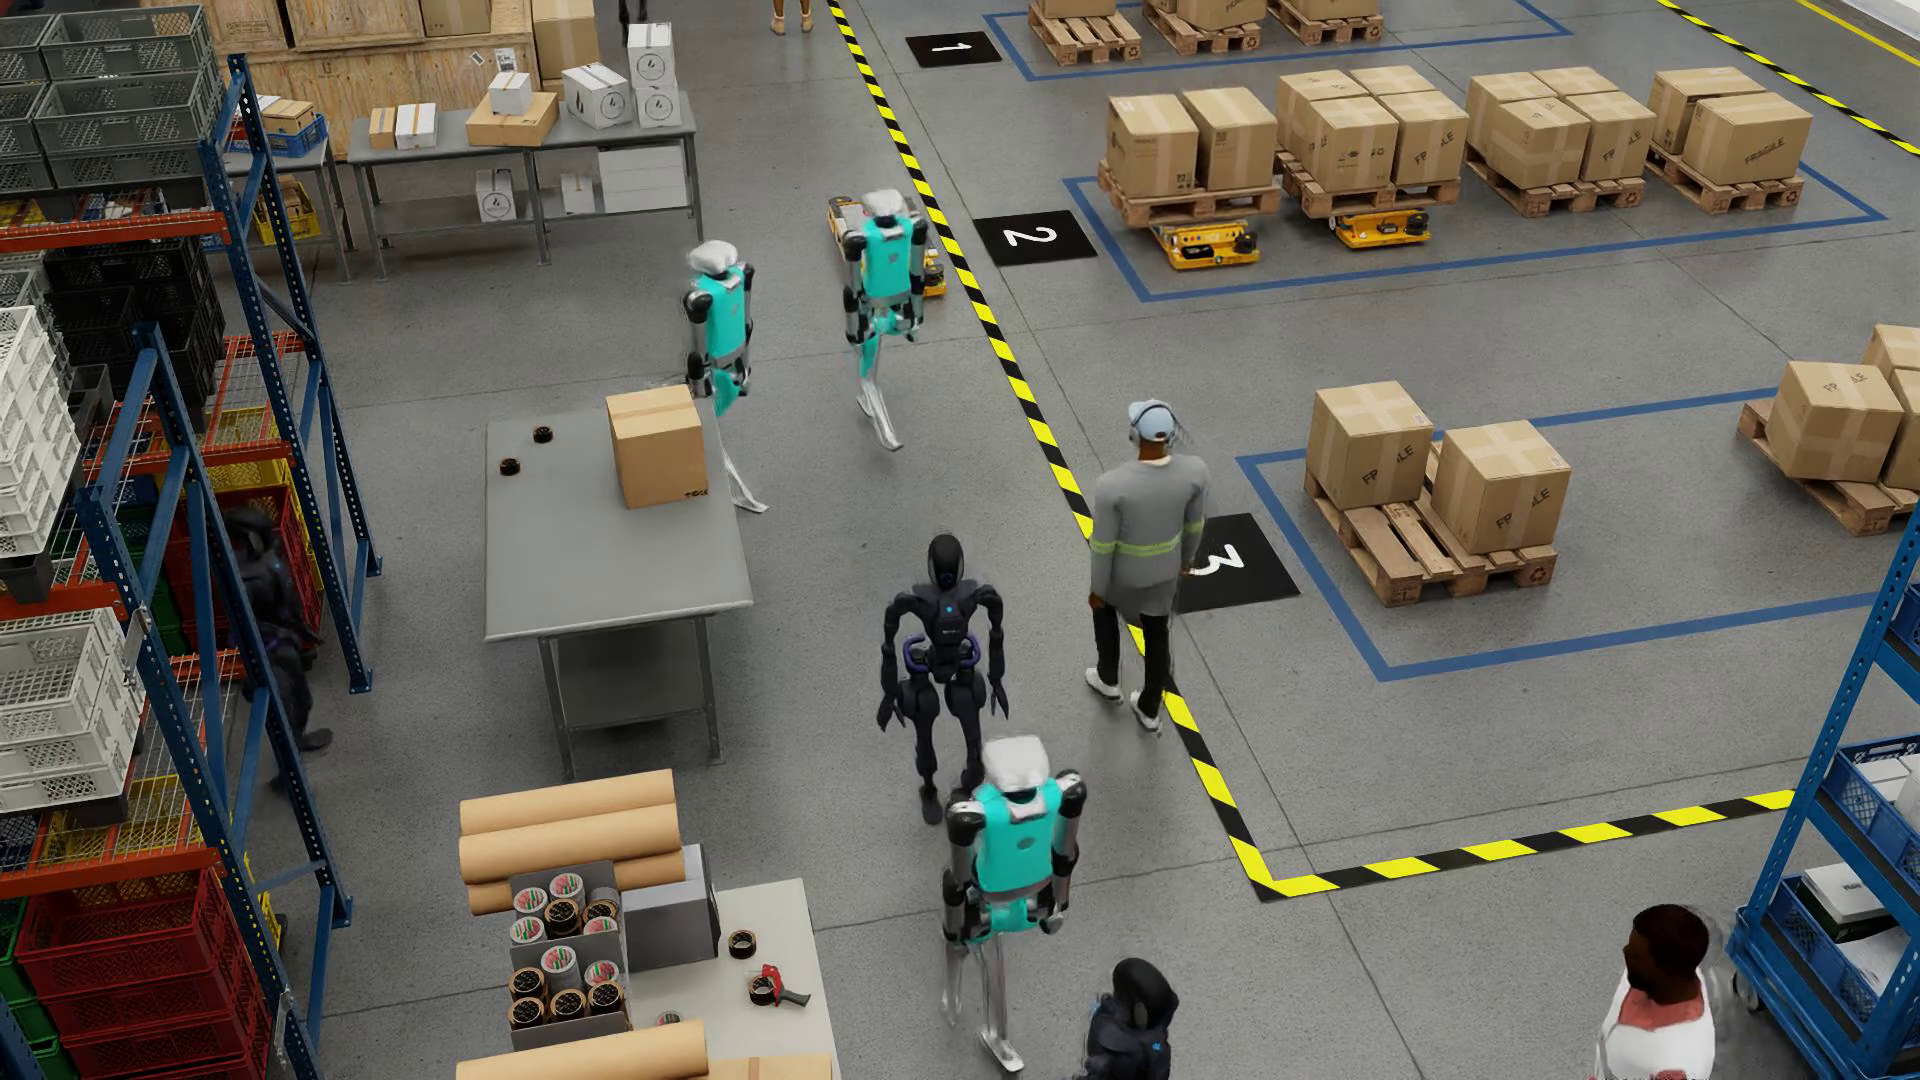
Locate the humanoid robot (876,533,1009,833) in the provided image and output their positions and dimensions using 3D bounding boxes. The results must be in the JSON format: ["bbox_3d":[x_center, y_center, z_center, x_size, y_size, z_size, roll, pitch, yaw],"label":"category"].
[{"bbox_3d":[-0.080,0.655,7.489,0.609,1.648,0.371,-7,37,-9],"label":"humanoid robot"}]

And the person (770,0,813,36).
[{"bbox_3d":[-1.690,-5.893,15.994,0.605,2.039,0.376,-8,37,-10],"label":"person"}]

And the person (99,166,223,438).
[{"bbox_3d":[-4.942,-1.474,10.226,0.504,1.837,0.336,26,44,30],"label":"person"}]

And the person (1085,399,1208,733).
[{"bbox_3d":[0.871,0.093,8.116,0.612,1.835,0.674,-11,38,-14],"label":"person"}]

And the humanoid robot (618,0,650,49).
[{"bbox_3d":[-3.097,-5.396,15.638,0.597,1.640,0.559,-1,37,-2],"label":"humanoid robot"}]

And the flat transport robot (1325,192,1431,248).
[{"bbox_3d":[3.134,-2.740,13.213,0.652,0.197,1.431,-8,37,-10],"label":"flat transport robot"}]

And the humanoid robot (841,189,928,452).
[{"bbox_3d":[-0.520,-1.390,10.184,0.541,1.734,1.008,-17,40,-22],"label":"humanoid robot"}]

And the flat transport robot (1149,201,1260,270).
[{"bbox_3d":[1.775,-2.539,12.942,0.652,0.197,1.431,-8,37,-10],"label":"flat transport robot"}]

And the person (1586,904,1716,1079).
[{"bbox_3d":[2.227,1.932,5.597,0.462,1.902,0.602,4,37,5],"label":"person"}]

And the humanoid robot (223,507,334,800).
[{"bbox_3d":[-3.196,0.513,7.689,0.418,1.630,0.599,-1,37,-1],"label":"humanoid robot"}]

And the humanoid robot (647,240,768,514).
[{"bbox_3d":[-1.617,-0.980,9.662,0.980,1.768,0.530,19,41,23],"label":"humanoid robot"}]

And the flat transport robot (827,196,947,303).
[{"bbox_3d":[-0.570,-2.220,12.538,0.659,0.231,1.431,-8,37,-10],"label":"flat transport robot"}]

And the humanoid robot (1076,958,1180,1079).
[{"bbox_3d":[0.539,2.023,5.683,0.731,1.627,0.608,26,44,31],"label":"humanoid robot"}]

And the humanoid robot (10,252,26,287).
[{"bbox_3d":[-5.539,-0.913,9.586,0.712,1.829,0.530,5,37,7],"label":"humanoid robot"}]

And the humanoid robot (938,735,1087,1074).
[{"bbox_3d":[0.115,1.338,6.564,0.537,1.825,0.756,-12,38,-15],"label":"humanoid robot"}]
